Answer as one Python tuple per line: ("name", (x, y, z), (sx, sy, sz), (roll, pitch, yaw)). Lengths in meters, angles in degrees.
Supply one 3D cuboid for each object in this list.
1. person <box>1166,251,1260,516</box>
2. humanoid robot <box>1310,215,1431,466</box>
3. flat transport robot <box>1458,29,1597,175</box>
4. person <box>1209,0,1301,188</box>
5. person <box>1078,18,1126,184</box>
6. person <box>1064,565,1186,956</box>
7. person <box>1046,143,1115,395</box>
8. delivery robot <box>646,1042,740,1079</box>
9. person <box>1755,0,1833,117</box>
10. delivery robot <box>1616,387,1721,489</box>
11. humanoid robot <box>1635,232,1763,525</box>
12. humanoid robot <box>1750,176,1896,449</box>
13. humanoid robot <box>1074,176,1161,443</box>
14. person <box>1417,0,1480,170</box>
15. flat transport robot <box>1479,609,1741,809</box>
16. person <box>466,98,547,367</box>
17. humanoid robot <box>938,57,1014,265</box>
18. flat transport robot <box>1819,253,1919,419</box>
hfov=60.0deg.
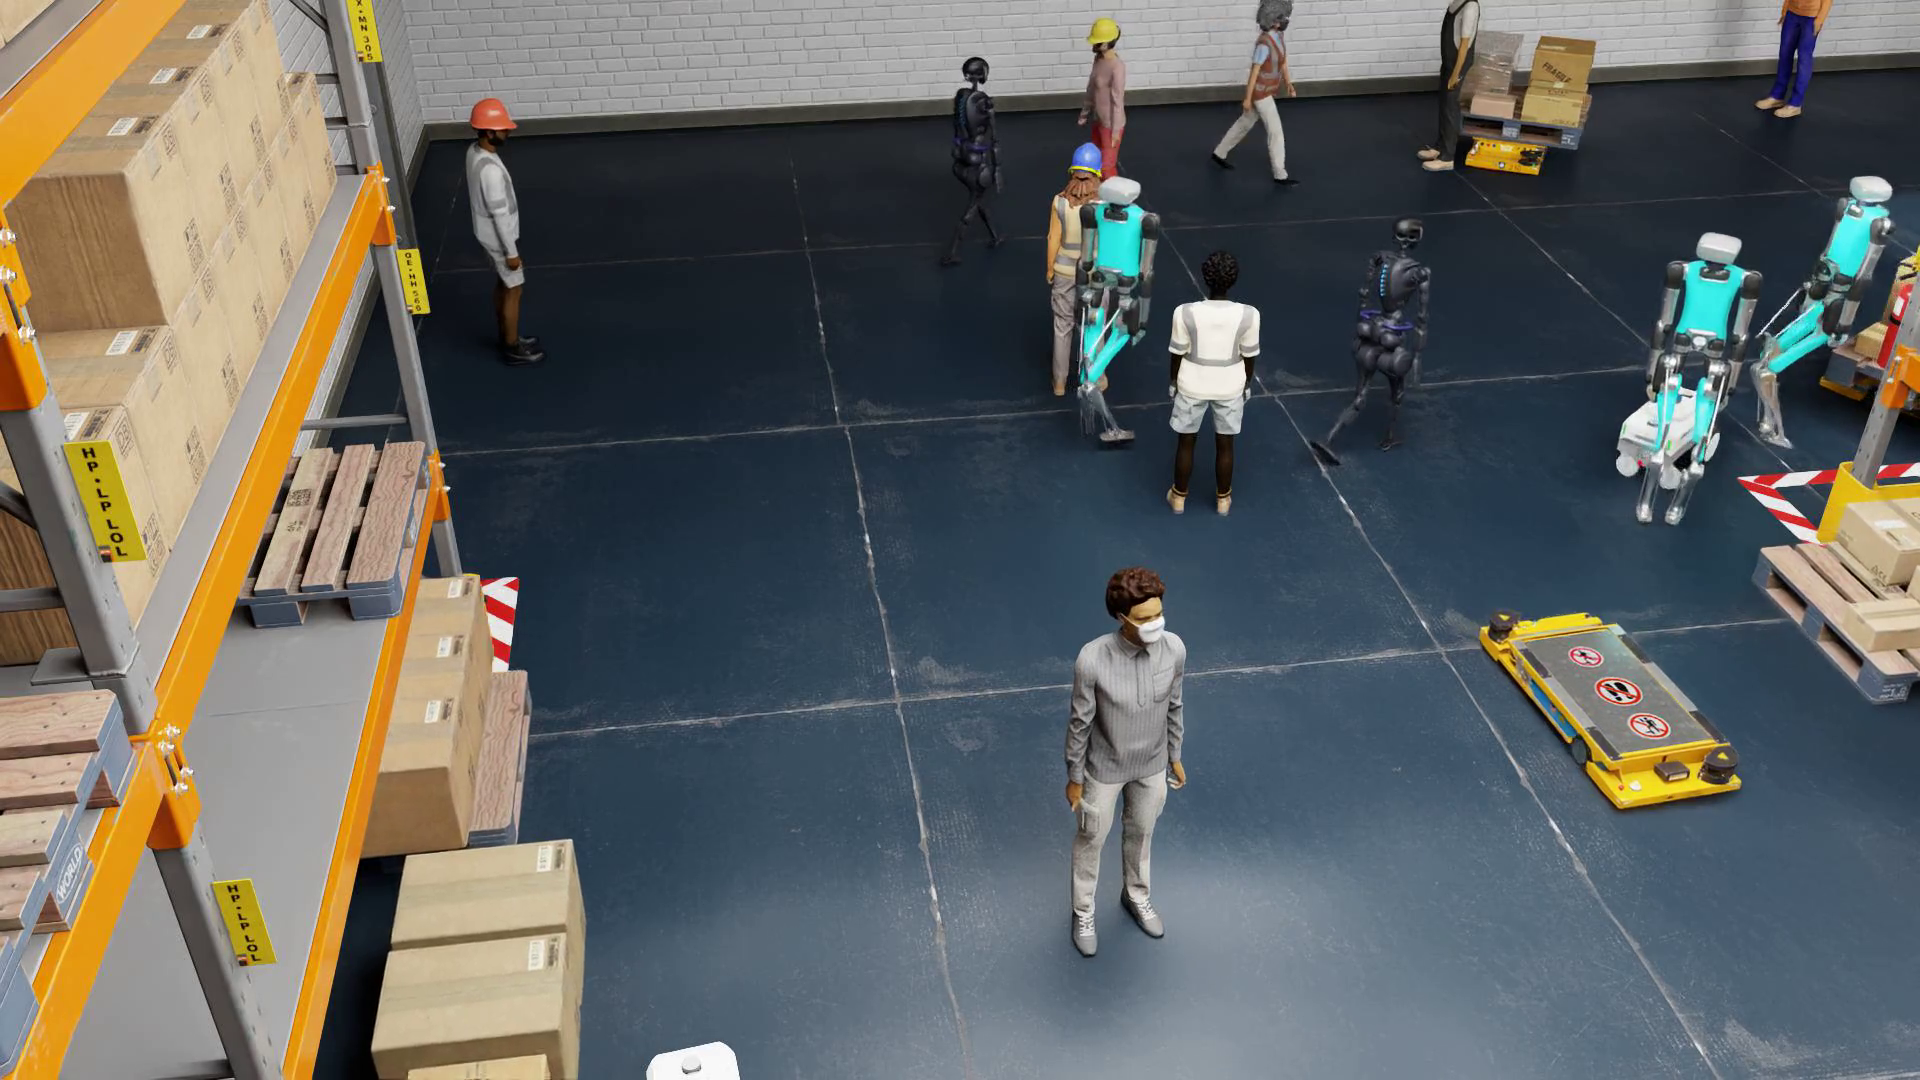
("person", (1.498, -0.916, 9.956), (0.534, 1.693, 0.320), (2, 33, 3))
("humanoid robot", (2.645, -1.240, 10.521), (0.752, 1.630, 0.593), (-20, 38, -28))
("flat transport robot", (5.211, -3.792, 15.663), (0.659, 0.231, 1.431), (13, 35, 19))
("person", (2.648, -3.988, 14.703), (0.887, 1.641, 0.445), (14, 35, 20))
("person", (1.176, -3.465, 13.802), (0.346, 1.757, 0.616), (-10, 34, -15))
("person", (0.682, 0.915, 6.957), (0.543, 1.901, 0.390), (-10, 34, -15))
("person", (0.819, -1.814, 11.250), (0.481, 1.776, 0.321), (5, 33, 8))
("delivery robot", (-0.938, 2.258, 6.128), (0.499, 0.592, 0.774), (-9, 34, -13))
("person", (8.201, -5.132, 16.165), (0.400, 1.973, 0.516), (-13, 35, -19))
("delivery robot", (4.540, -0.708, 10.683), (0.500, 0.602, 0.774), (27, 42, 35))
("humanoid robot", (4.292, -0.869, 9.824), (0.554, 1.741, 0.837), (14, 36, 20))
("humanoid robot", (5.444, -1.472, 10.749), (0.732, 1.754, 0.614), (-1, 33, -2))
("humanoid robot", (0.888, -1.334, 10.592), (0.530, 1.824, 0.779), (16, 36, 23))
("person", (4.422, -4.257, 14.942), (0.333, 1.838, 0.506), (1, 33, 2))
("flat transport robot", (3.329, 0.819, 8.598), (0.659, 0.231, 1.431), (-7, 34, -11))
("person", (-3.182, -2.134, 11.612), (0.387, 1.922, 0.549), (-15, 36, -21))
("humanoid robot", (0.142, -3.023, 13.237), (0.791, 1.620, 0.600), (-21, 39, -29))
("flat transport robot", (6.723, -0.965, 11.332), (0.659, 0.231, 1.431), (-25, 41, -33))
